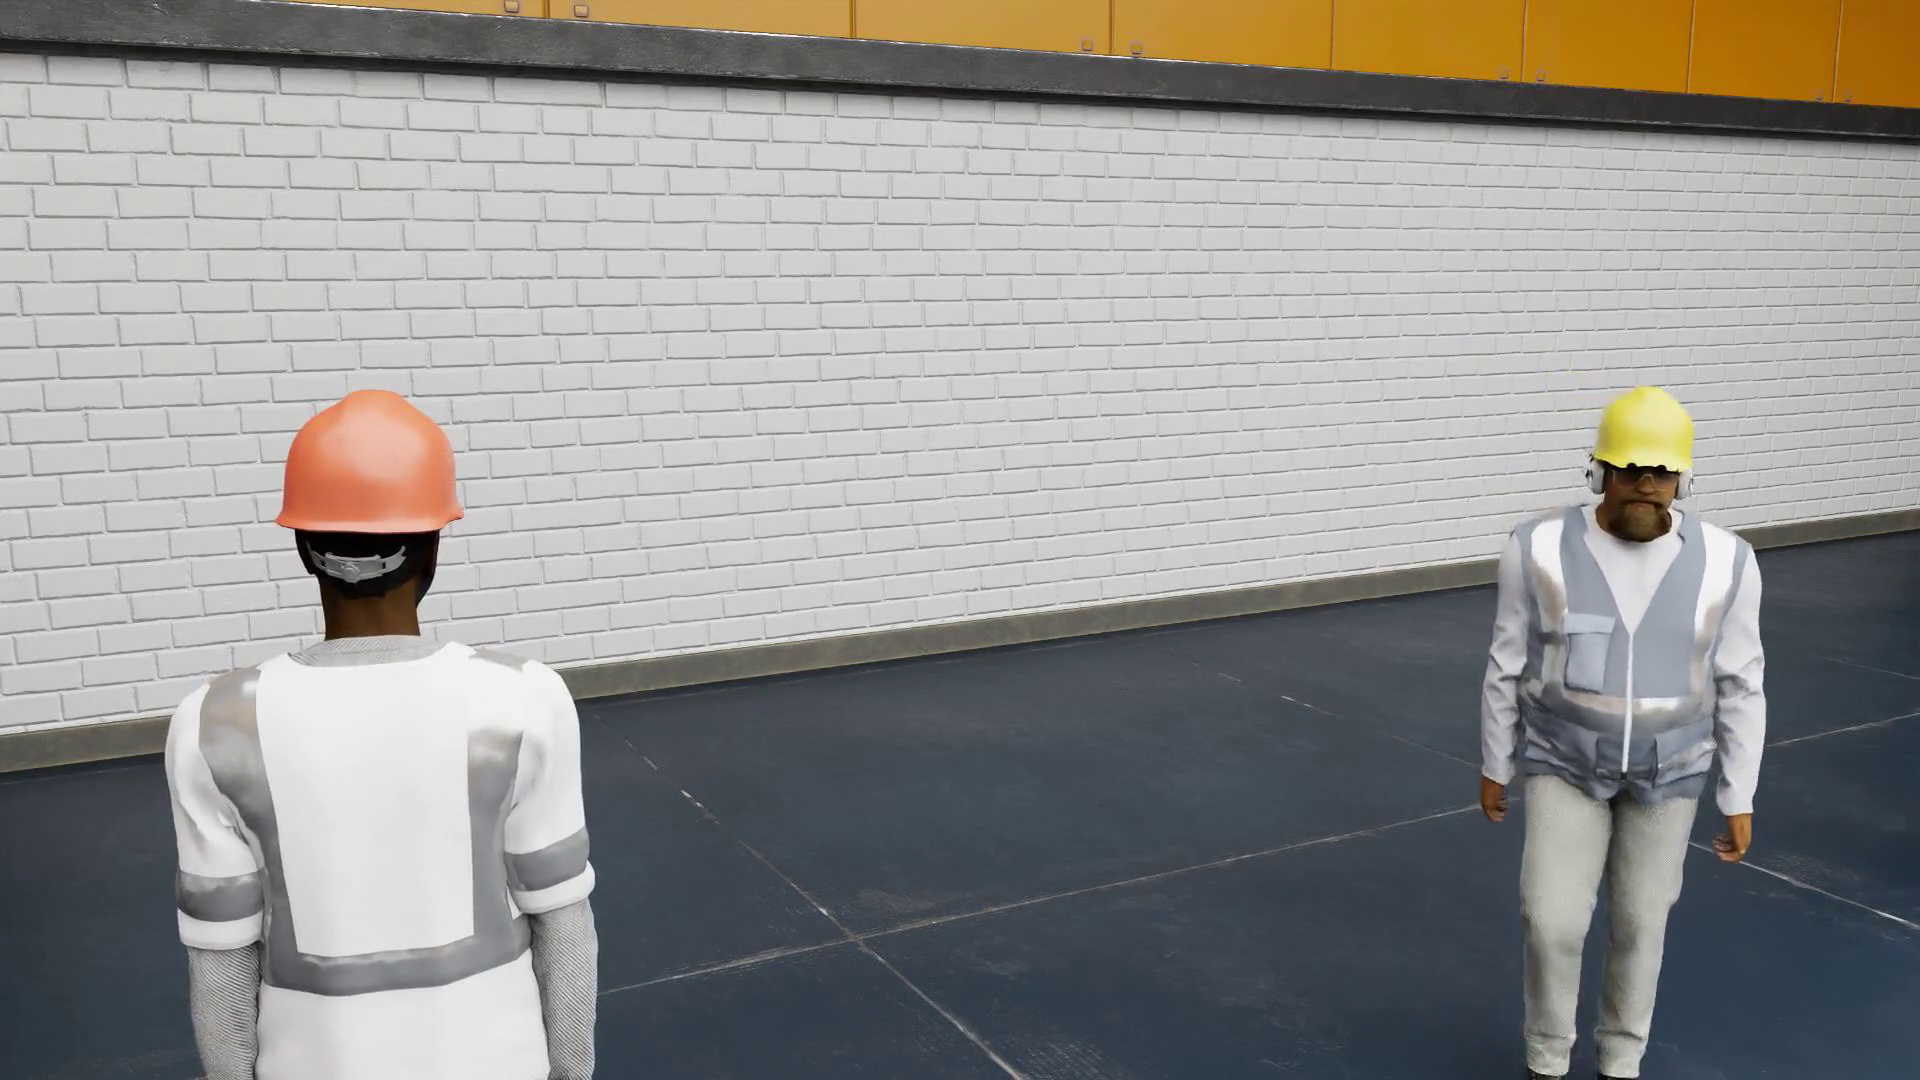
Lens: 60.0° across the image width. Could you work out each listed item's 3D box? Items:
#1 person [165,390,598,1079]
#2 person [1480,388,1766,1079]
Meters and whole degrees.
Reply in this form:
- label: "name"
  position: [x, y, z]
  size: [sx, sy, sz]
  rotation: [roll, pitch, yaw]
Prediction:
- label: "person"
  position: [-0.786, 0.759, 2.363]
  size: [0.543, 1.940, 0.361]
  rotation: [-2, 10, -13]
- label: "person"
  position: [1.552, 0.550, 3.915]
  size: [0.623, 1.814, 0.512]
  rotation: [2, 10, 14]
